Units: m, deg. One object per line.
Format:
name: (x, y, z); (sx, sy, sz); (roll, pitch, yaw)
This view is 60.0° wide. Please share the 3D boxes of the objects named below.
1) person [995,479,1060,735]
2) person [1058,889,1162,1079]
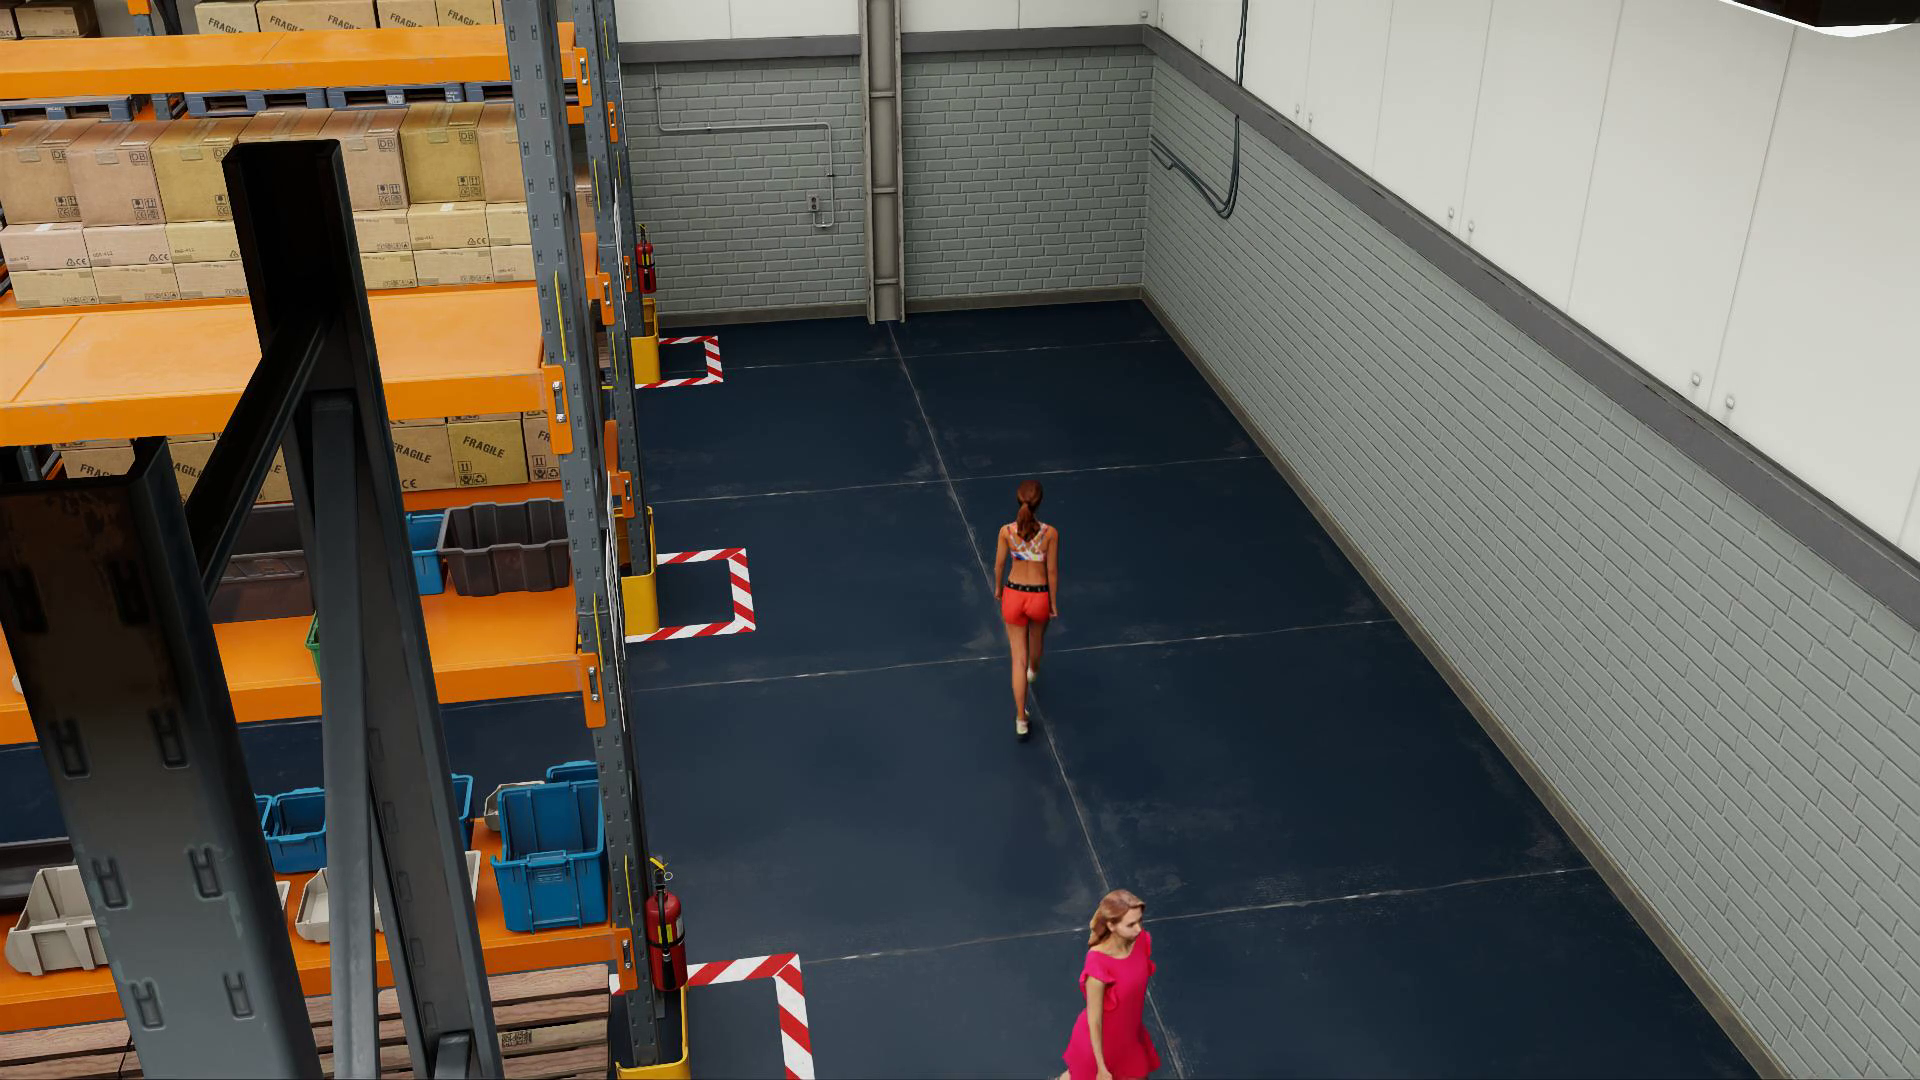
person: (0.434, 0.479, 11.139); (1.142, 1.744, 0.883); (3, 28, 6)
person: (0.628, 2.287, 7.809); (1.066, 1.684, 1.007); (-24, 36, -37)
